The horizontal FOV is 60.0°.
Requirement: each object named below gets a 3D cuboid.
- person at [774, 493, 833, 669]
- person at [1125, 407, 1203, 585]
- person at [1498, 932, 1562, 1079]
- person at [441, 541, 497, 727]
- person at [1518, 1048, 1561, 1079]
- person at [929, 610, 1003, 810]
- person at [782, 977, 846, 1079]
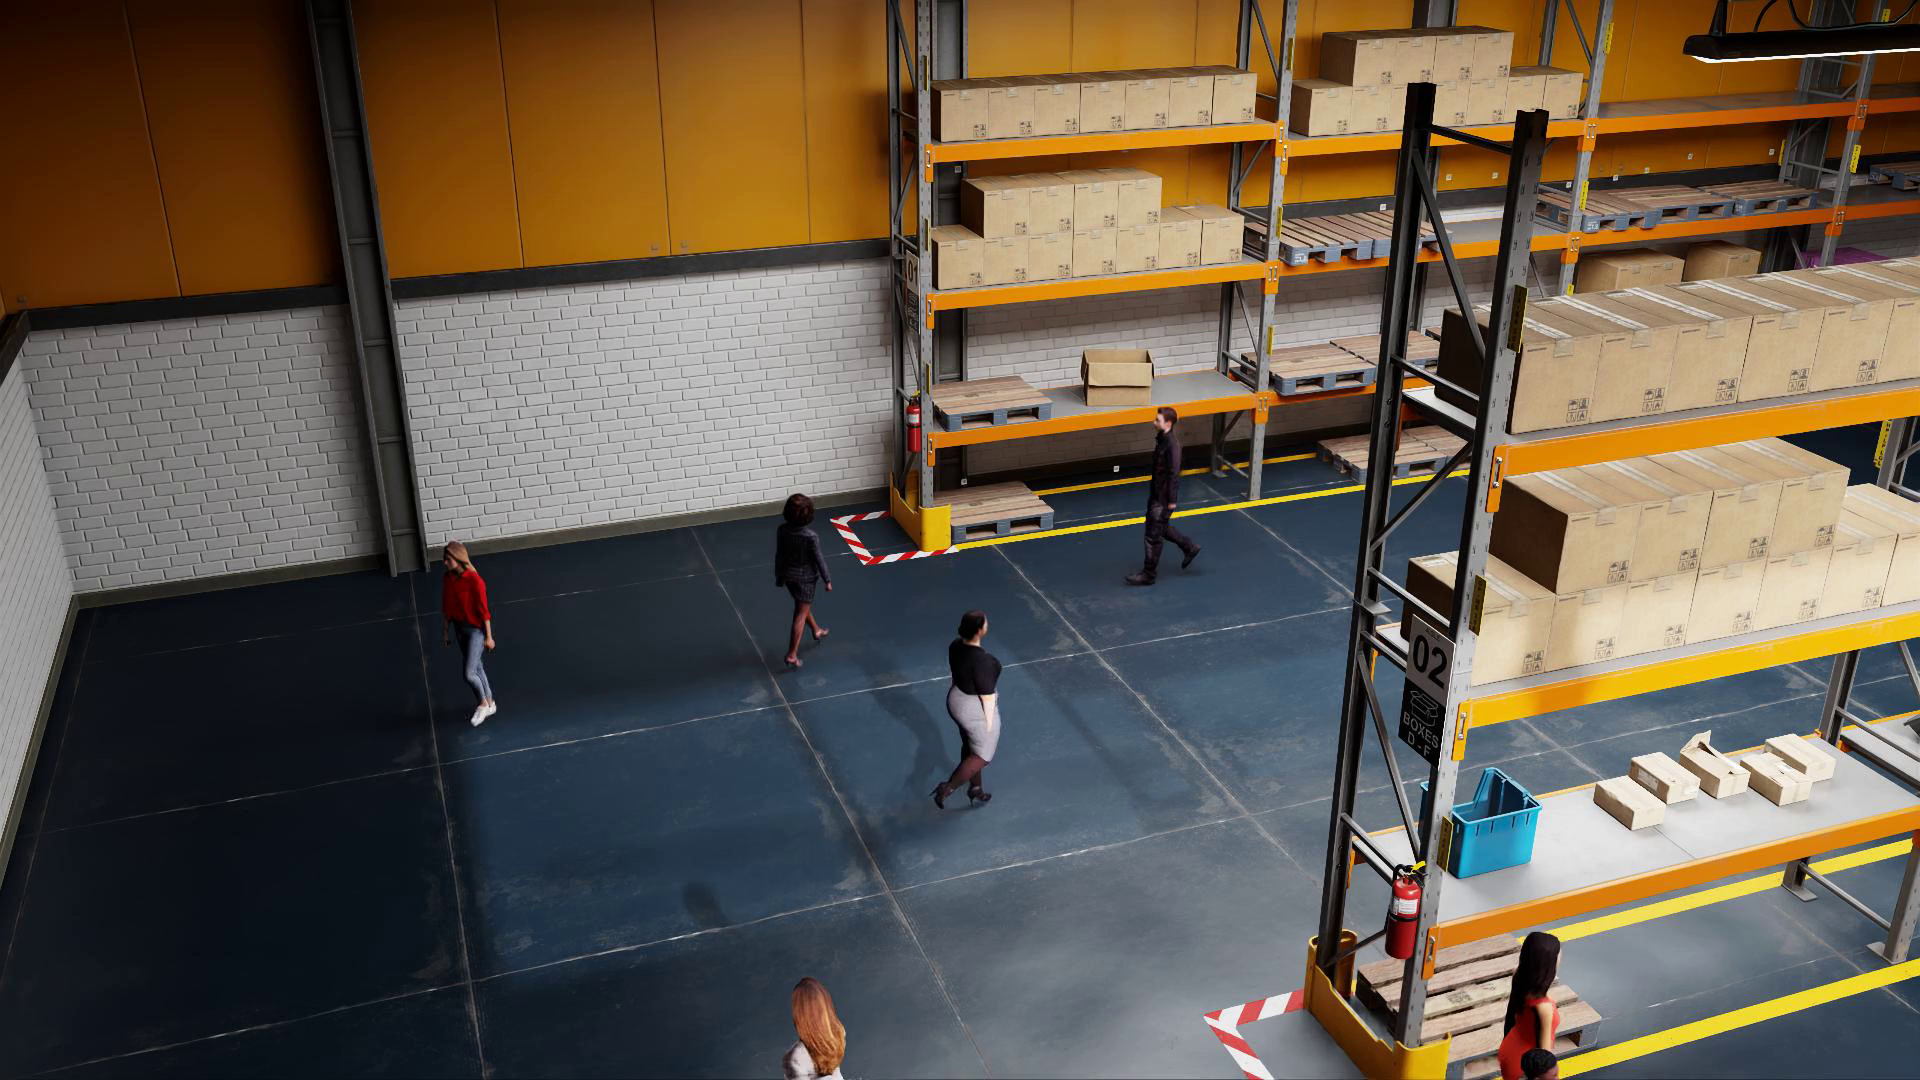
[{"bbox_3d":[-1.506,0.421,15.139,0.970,1.671,1.087,15,28,31],"label":"person"},{"bbox_3d":[2.118,-0.457,16.864,1.124,1.899,0.875,-2,24,-4],"label":"person"},{"bbox_3d":[3.066,2.965,9.289,1.085,1.695,0.826,0,24,0],"label":"person"},{"bbox_3d":[-4.156,0.768,14.322,0.756,1.691,0.805,13,27,27],"label":"person"},{"bbox_3d":[3.076,3.285,9.104,0.613,1.258,0.555,10,25,21],"label":"person"},{"bbox_3d":[0.036,1.369,12.883,0.987,1.742,0.806,-17,29,-33],"label":"person"},{"bbox_3d":[-0.660,3.133,8.873,1.034,1.721,1.113,16,28,32],"label":"person"}]
